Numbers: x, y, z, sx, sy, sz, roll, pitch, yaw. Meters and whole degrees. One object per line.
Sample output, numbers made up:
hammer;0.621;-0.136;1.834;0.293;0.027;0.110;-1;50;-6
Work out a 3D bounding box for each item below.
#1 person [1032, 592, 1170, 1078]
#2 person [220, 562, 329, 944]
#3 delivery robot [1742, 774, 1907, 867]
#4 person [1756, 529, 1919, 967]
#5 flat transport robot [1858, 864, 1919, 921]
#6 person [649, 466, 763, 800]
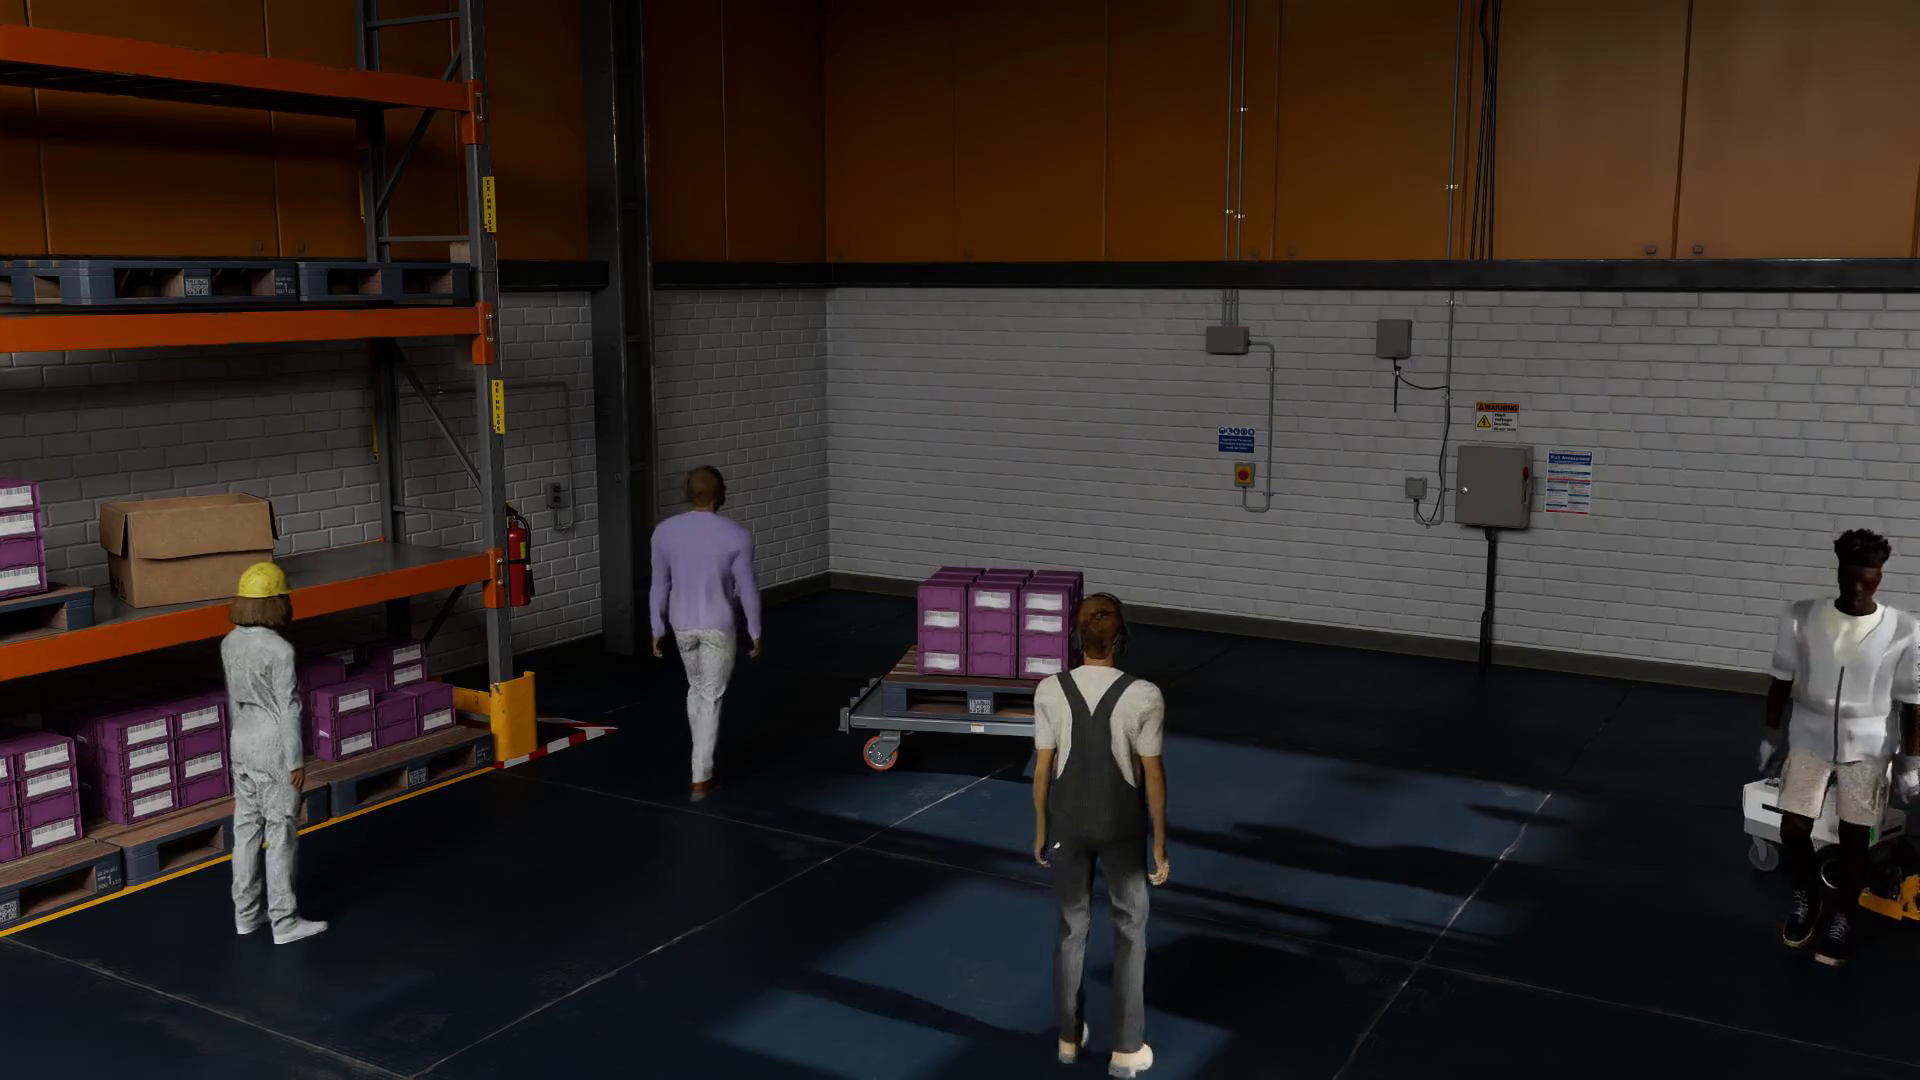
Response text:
person;0.527;1.110;6.320;0.557;1.841;0.412;3;10;18
person;-3.142;0.960;7.580;0.490;1.738;0.321;6;11;33
delivery robot;4.301;1.385;8.309;0.477;0.478;0.707;-6;11;-32
person;3.831;0.902;7.249;0.663;1.953;0.426;7;11;36
flat transport robot;4.894;1.715;7.423;0.652;0.197;1.431;-5;10;-29
person;-1.454;0.512;9.809;0.654;1.910;0.839;3;9;15
